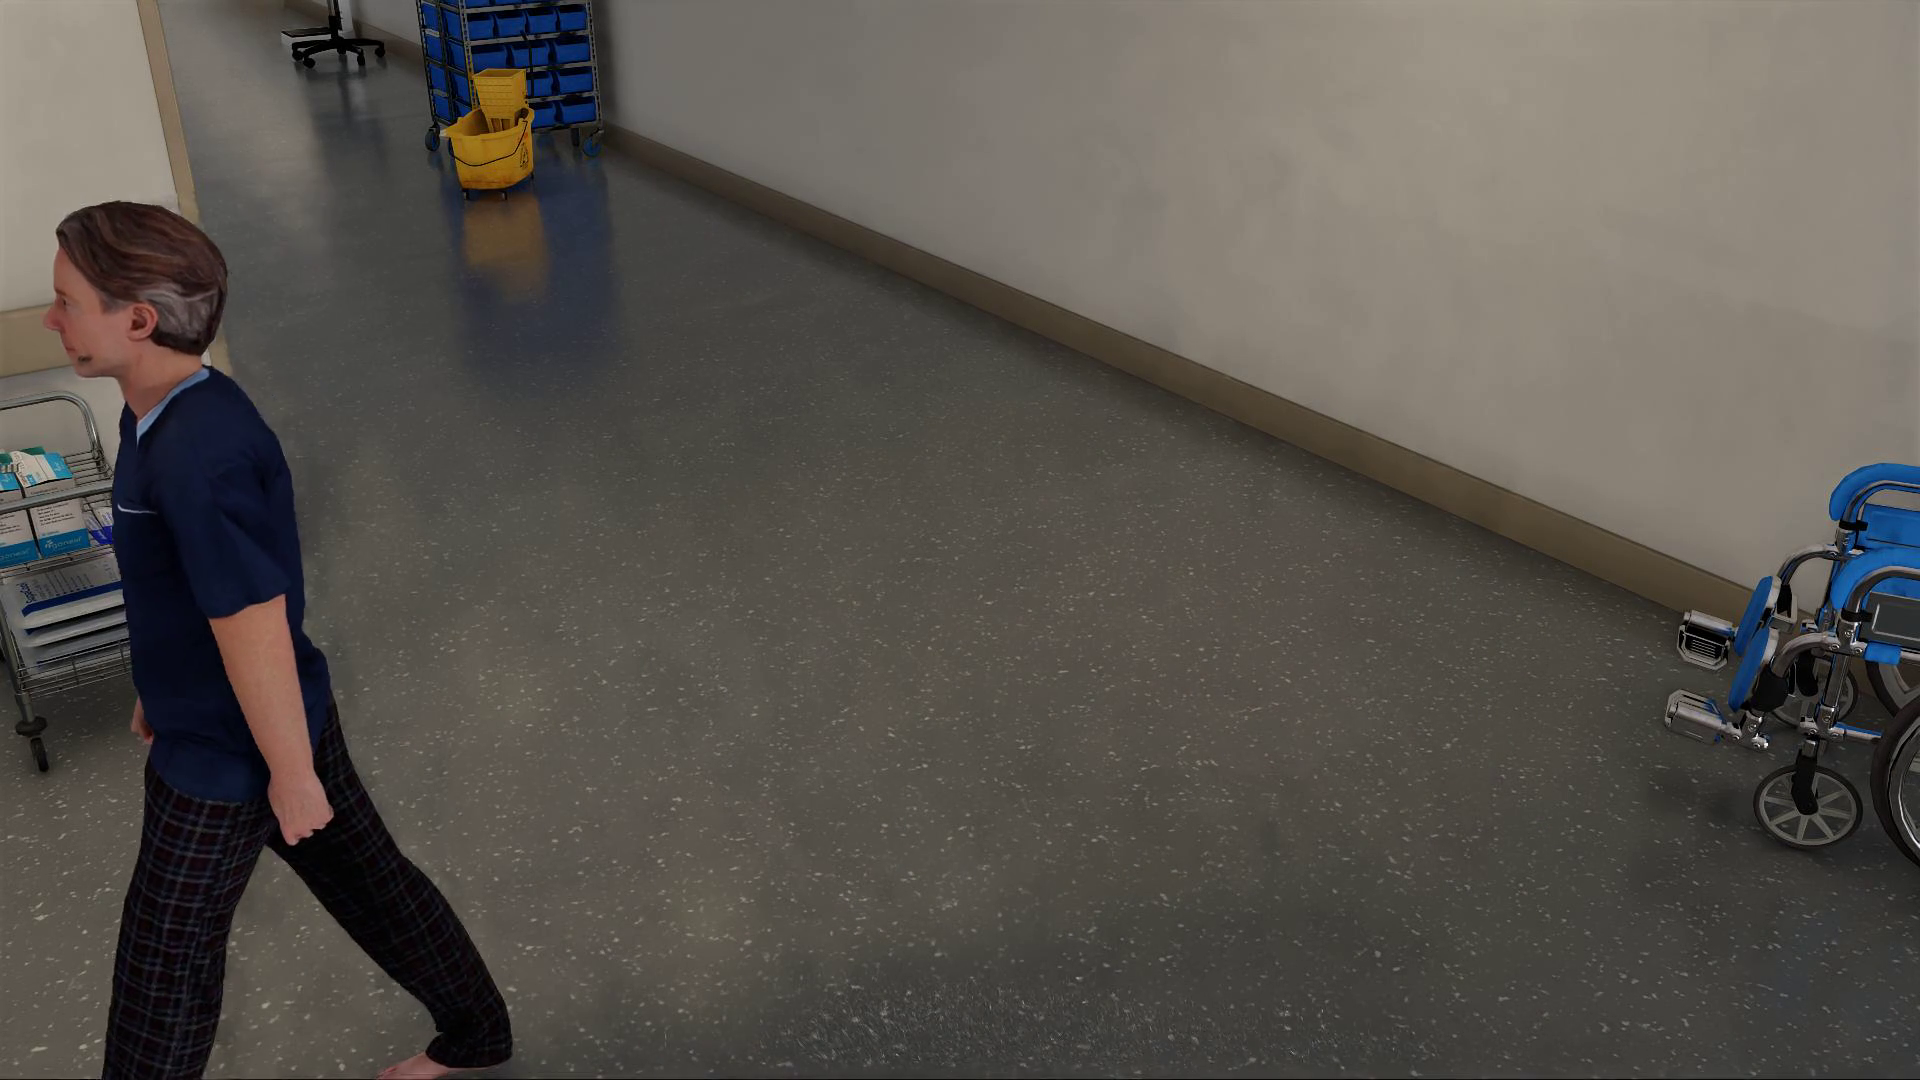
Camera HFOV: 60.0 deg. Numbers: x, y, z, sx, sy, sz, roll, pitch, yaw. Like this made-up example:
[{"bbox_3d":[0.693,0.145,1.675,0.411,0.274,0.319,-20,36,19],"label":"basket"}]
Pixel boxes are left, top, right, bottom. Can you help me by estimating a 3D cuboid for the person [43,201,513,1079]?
[{"bbox_3d":[-1.157,0.341,2.934,1.216,1.819,0.829,-11,28,-22],"label":"person"}]
